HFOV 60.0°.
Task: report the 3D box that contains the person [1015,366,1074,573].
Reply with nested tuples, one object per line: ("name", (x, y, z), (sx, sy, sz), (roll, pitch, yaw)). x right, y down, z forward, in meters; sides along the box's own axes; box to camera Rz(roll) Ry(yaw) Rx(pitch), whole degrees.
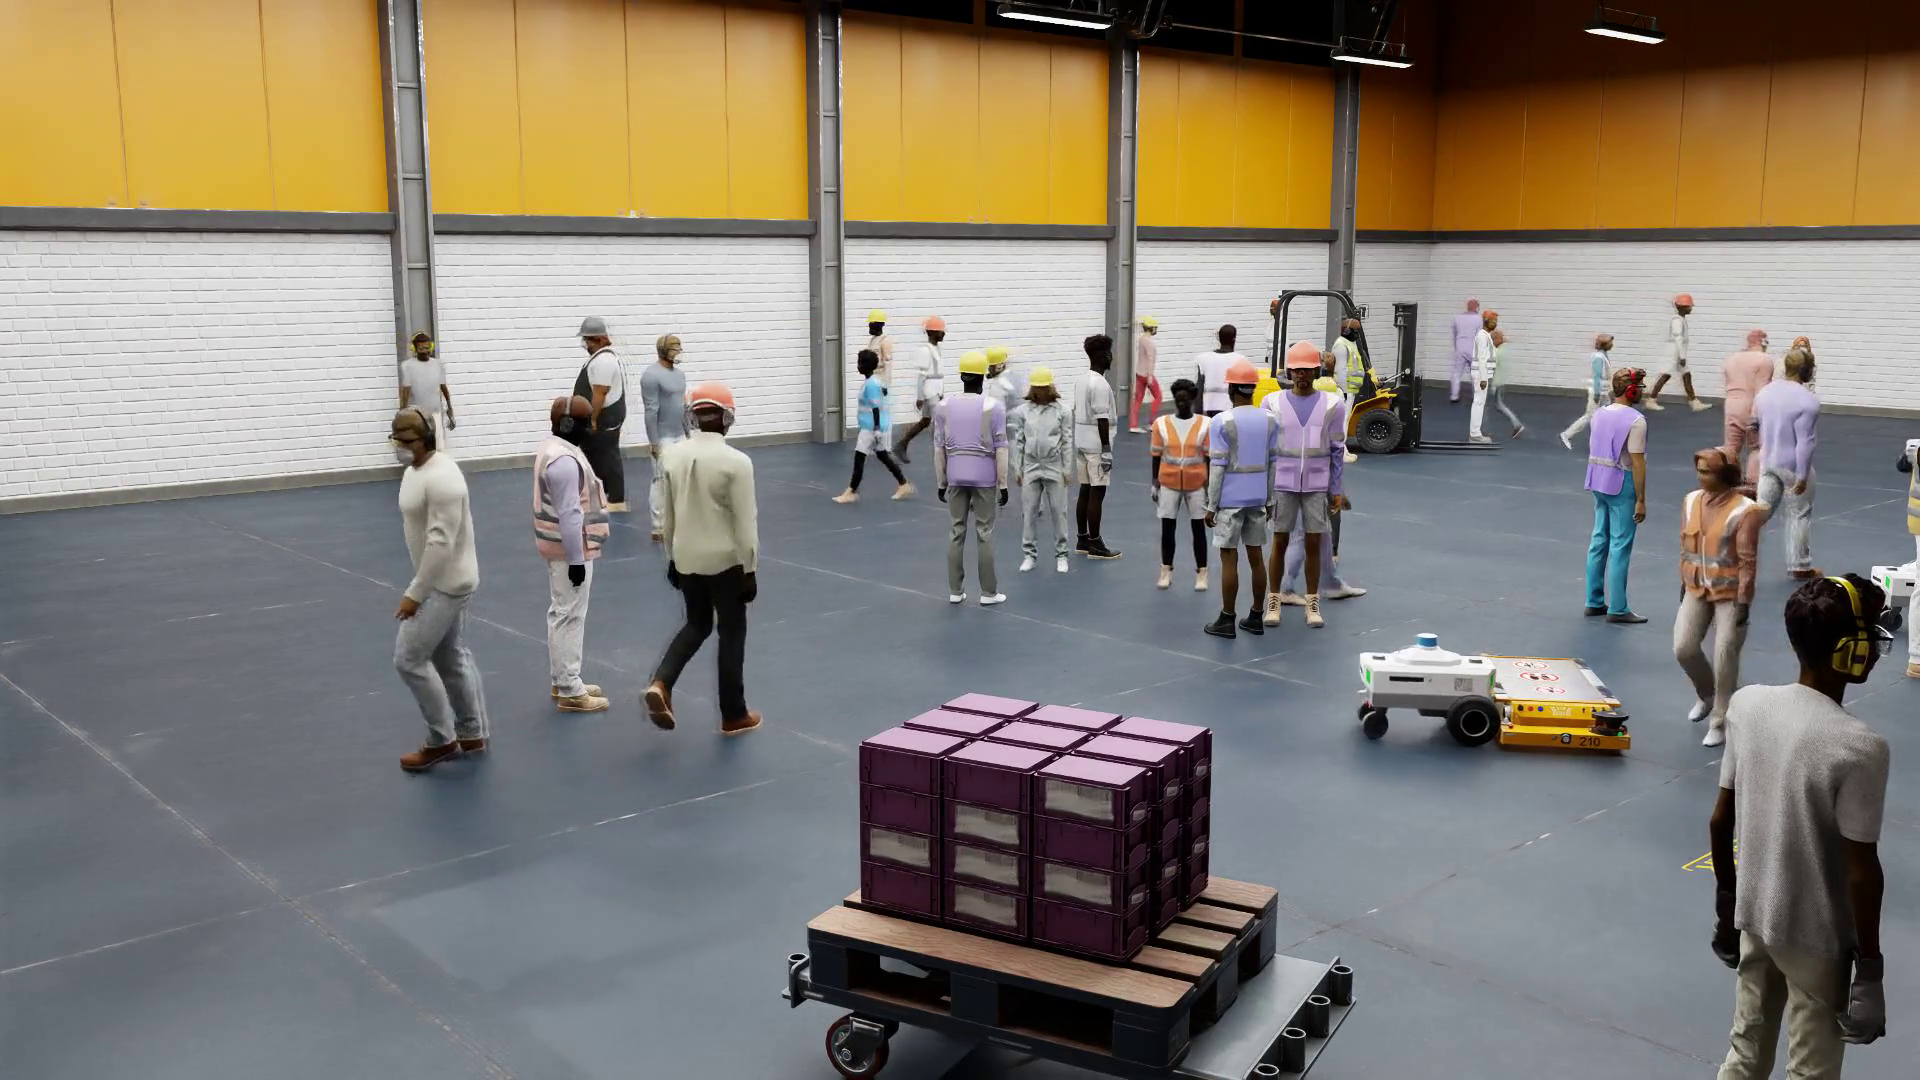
("person", (0.701, -0.581, 13.857), (0.492, 1.733, 0.371), (2, 10, 10))

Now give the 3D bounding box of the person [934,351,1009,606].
("person", (0.093, -0.462, 12.574), (0.585, 1.929, 0.370), (4, 10, 20))

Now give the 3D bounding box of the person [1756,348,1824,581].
("person", (6.599, -0.594, 13.392), (0.895, 1.915, 0.630), (-3, 10, -18))

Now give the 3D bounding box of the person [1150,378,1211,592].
("person", (1.761, -0.433, 13.097), (0.536, 1.691, 0.319), (2, 10, 12))

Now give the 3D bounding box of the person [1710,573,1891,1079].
("person", (2.111, 1.001, 4.180), (0.312, 1.869, 0.536), (-3, 10, -17))

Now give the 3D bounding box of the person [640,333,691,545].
("person", (-2.676, -0.930, 15.307), (0.393, 1.933, 0.638), (4, 10, 22))

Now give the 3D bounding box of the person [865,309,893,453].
("person", (-1.097, -2.129, 22.329), (0.364, 1.930, 0.588), (-5, 11, -26))

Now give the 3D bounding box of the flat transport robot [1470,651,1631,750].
("flat transport robot", (3.323, 0.893, 9.486), (0.652, 0.197, 1.431), (2, 10, 9))

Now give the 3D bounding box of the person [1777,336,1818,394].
("person", (10.562, -1.757, 21.022), (0.501, 1.631, 0.285), (0, 10, -1))

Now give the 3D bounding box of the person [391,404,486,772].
("person", (-2.665, 0.254, 8.456), (0.556, 1.902, 0.648), (-6, 11, -31))

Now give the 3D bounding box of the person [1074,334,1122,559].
("person", (1.192, -0.818, 14.546), (0.368, 1.967, 0.603), (-3, 10, -16))

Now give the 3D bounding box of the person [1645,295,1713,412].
("person", (12.182, -3.148, 28.140), (1.072, 1.984, 0.634), (6, 11, 32))

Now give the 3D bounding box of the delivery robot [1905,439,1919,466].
("delivery robot", (11.829, -1.120, 20.168), (0.707, 0.478, 0.477), (-5, 11, -27))

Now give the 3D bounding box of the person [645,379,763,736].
("person", (-1.393, 0.125, 9.009), (0.645, 1.974, 0.650), (7, 12, 34))

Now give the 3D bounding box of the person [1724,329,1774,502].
("person", (8.422, -1.328, 17.859), (0.582, 1.856, 0.673), (-3, 10, -18))

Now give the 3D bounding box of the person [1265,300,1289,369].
("person", (5.457, -3.204, 28.762), (0.356, 1.883, 0.572), (-4, 10, -20))

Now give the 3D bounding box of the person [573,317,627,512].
("person", (-3.710, -1.292, 17.106), (0.542, 2.000, 0.704), (-3, 10, -19))

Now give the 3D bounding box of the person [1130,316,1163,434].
("person", (2.829, -2.445, 24.691), (0.680, 1.739, 0.545), (-2, 10, -14))

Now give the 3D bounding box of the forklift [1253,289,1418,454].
("forklift", (5.034, -2.339, 22.783), (2.313, 2.155, 1.214), (3, 10, 16))

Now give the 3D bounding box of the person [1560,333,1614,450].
("person", (8.568, -1.991, 22.462), (0.770, 1.612, 0.527), (6, 11, 31))

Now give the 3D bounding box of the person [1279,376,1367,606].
("person", (2.740, -0.356, 12.525), (0.716, 1.735, 0.543), (0, 10, 1))

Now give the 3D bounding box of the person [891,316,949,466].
("person", (-0.429, -1.870, 20.914), (0.945, 1.904, 0.550), (2, 10, 13))

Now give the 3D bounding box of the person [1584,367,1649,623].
("person", (4.735, -0.324, 12.003), (0.386, 1.845, 0.567), (-3, 10, -15))

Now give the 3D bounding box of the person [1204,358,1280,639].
("person", (1.930, -0.285, 11.507), (0.544, 1.939, 0.354), (-4, 11, -25))

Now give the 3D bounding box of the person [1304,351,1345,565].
("person", (3.093, -0.695, 14.198), (0.343, 1.839, 0.506), (-2, 10, -9))

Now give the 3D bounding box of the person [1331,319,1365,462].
("person", (4.982, -1.928, 21.429), (0.429, 1.838, 0.622), (4, 10, 20))

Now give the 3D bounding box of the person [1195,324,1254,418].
("person", (2.943, -1.416, 18.290), (0.617, 1.882, 0.881), (6, 11, 31))

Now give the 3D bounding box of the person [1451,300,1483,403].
("person", (9.158, -3.388, 29.937), (0.646, 1.853, 0.989), (8, 12, 38))

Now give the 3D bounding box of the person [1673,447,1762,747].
("person", (4.125, 0.296, 9.021), (0.422, 1.625, 0.515), (-6, 11, -31))

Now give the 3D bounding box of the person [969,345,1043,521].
("person", (0.429, -1.065, 16.591), (0.911, 1.761, 0.650), (2, 10, 13))

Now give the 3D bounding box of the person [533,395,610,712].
("person", (-2.257, 0.072, 9.707), (0.429, 1.839, 0.633), (-3, 10, -18))

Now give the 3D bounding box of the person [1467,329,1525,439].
("person", (7.727, -2.227, 23.860), (0.776, 1.606, 0.519), (3, 10, 20))

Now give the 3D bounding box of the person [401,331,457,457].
("person", (-5.857, -1.385, 18.287), (0.591, 1.835, 0.760), (-7, 12, -36))

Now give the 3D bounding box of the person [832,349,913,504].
("person", (-0.908, -1.217, 17.788), (0.874, 1.657, 0.541), (-1, 10, -6))

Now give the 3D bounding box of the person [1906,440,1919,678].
("person", (6.164, -0.048, 10.397), (0.429, 1.846, 0.626), (8, 12, 38))

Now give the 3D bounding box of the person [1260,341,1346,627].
("person", (2.412, -0.389, 11.808), (0.615, 2.042, 0.372), (1, 10, 7))

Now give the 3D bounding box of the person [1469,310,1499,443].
("person", (7.393, -2.308, 23.500), (0.343, 1.884, 0.584), (3, 10, 17))

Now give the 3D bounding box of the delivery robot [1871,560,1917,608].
("delivery robot", (6.851, 0.318, 11.748), (0.707, 0.478, 0.477), (2, 10, 11))

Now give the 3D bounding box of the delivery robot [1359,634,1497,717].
("delivery robot", (2.567, 0.759, 9.163), (0.707, 0.478, 0.477), (2, 10, 9))
